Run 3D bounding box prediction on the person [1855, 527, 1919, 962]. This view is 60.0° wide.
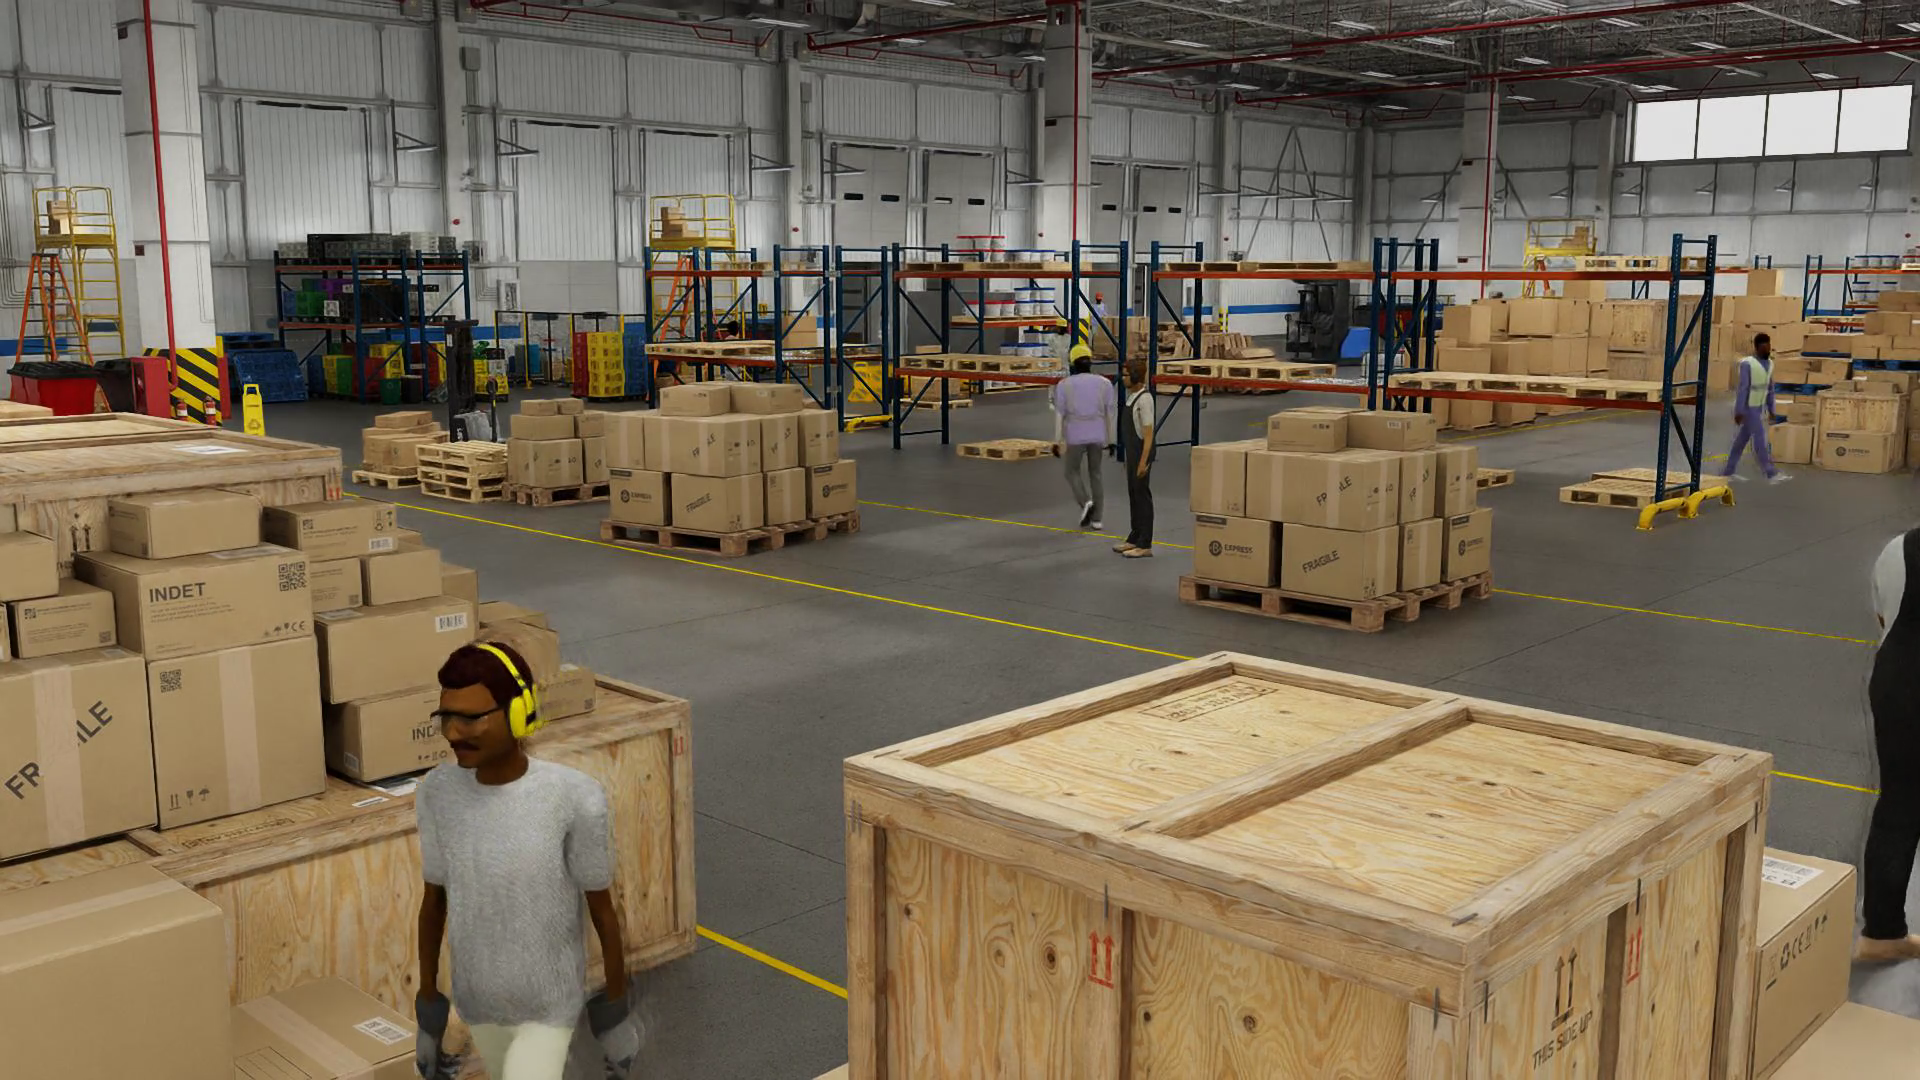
[{"bbox_3d":[3.790,0.627,6.266,0.690,2.000,0.700,-3,10,-19],"label":"person"}]

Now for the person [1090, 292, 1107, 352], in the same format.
[{"bbox_3d":[4.290,-6.710,51.602,0.544,1.930,0.388,0,9,-2],"label":"person"}]

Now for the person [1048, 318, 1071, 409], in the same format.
[{"bbox_3d":[1.905,-3.326,31.453,0.484,1.736,0.347,-2,9,-12],"label":"person"}]

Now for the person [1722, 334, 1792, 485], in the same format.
[{"bbox_3d":[9.893,-1.603,20.491,0.626,1.850,0.964,-7,12,-38],"label":"person"}]

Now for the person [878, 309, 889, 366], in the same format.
[{"bbox_3d":[-2.026,-5.352,44.185,0.313,1.634,0.517,1,9,5],"label":"person"}]

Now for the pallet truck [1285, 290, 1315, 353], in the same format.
[{"bbox_3d":[11.297,-6.951,52.861,1.885,1.965,0.823,-5,11,-29],"label":"pallet truck"}]

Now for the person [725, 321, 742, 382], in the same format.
[{"bbox_3d":[-4.207,-3.232,30.969,0.316,1.699,0.540,-7,11,-35],"label":"person"}]

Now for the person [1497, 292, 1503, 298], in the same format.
[{"bbox_3d":[17.766,-7.245,55.017,1.018,1.889,0.643,-4,10,-21],"label":"person"}]

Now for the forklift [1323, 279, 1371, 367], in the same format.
[{"bbox_3d":[10.030,-5.994,44.296,1.873,2.768,1.129,-3,10,-18],"label":"forklift"}]

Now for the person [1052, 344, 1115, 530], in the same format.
[{"bbox_3d":[1.261,-1.044,16.969,0.704,1.889,0.477,-2,10,-13],"label":"person"}]

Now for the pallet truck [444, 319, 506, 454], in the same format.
[{"bbox_3d":[-6.981,-1.942,22.150,1.885,1.965,0.823,1,9,9],"label":"pallet truck"}]

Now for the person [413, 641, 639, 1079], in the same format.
[{"bbox_3d":[-1.047,1.113,4.004,0.520,1.822,1.005,3,10,17],"label":"person"}]

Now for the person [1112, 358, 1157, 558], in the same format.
[{"bbox_3d":[1.629,-0.752,15.332,0.350,1.842,0.506,-1,9,-9],"label":"person"}]
